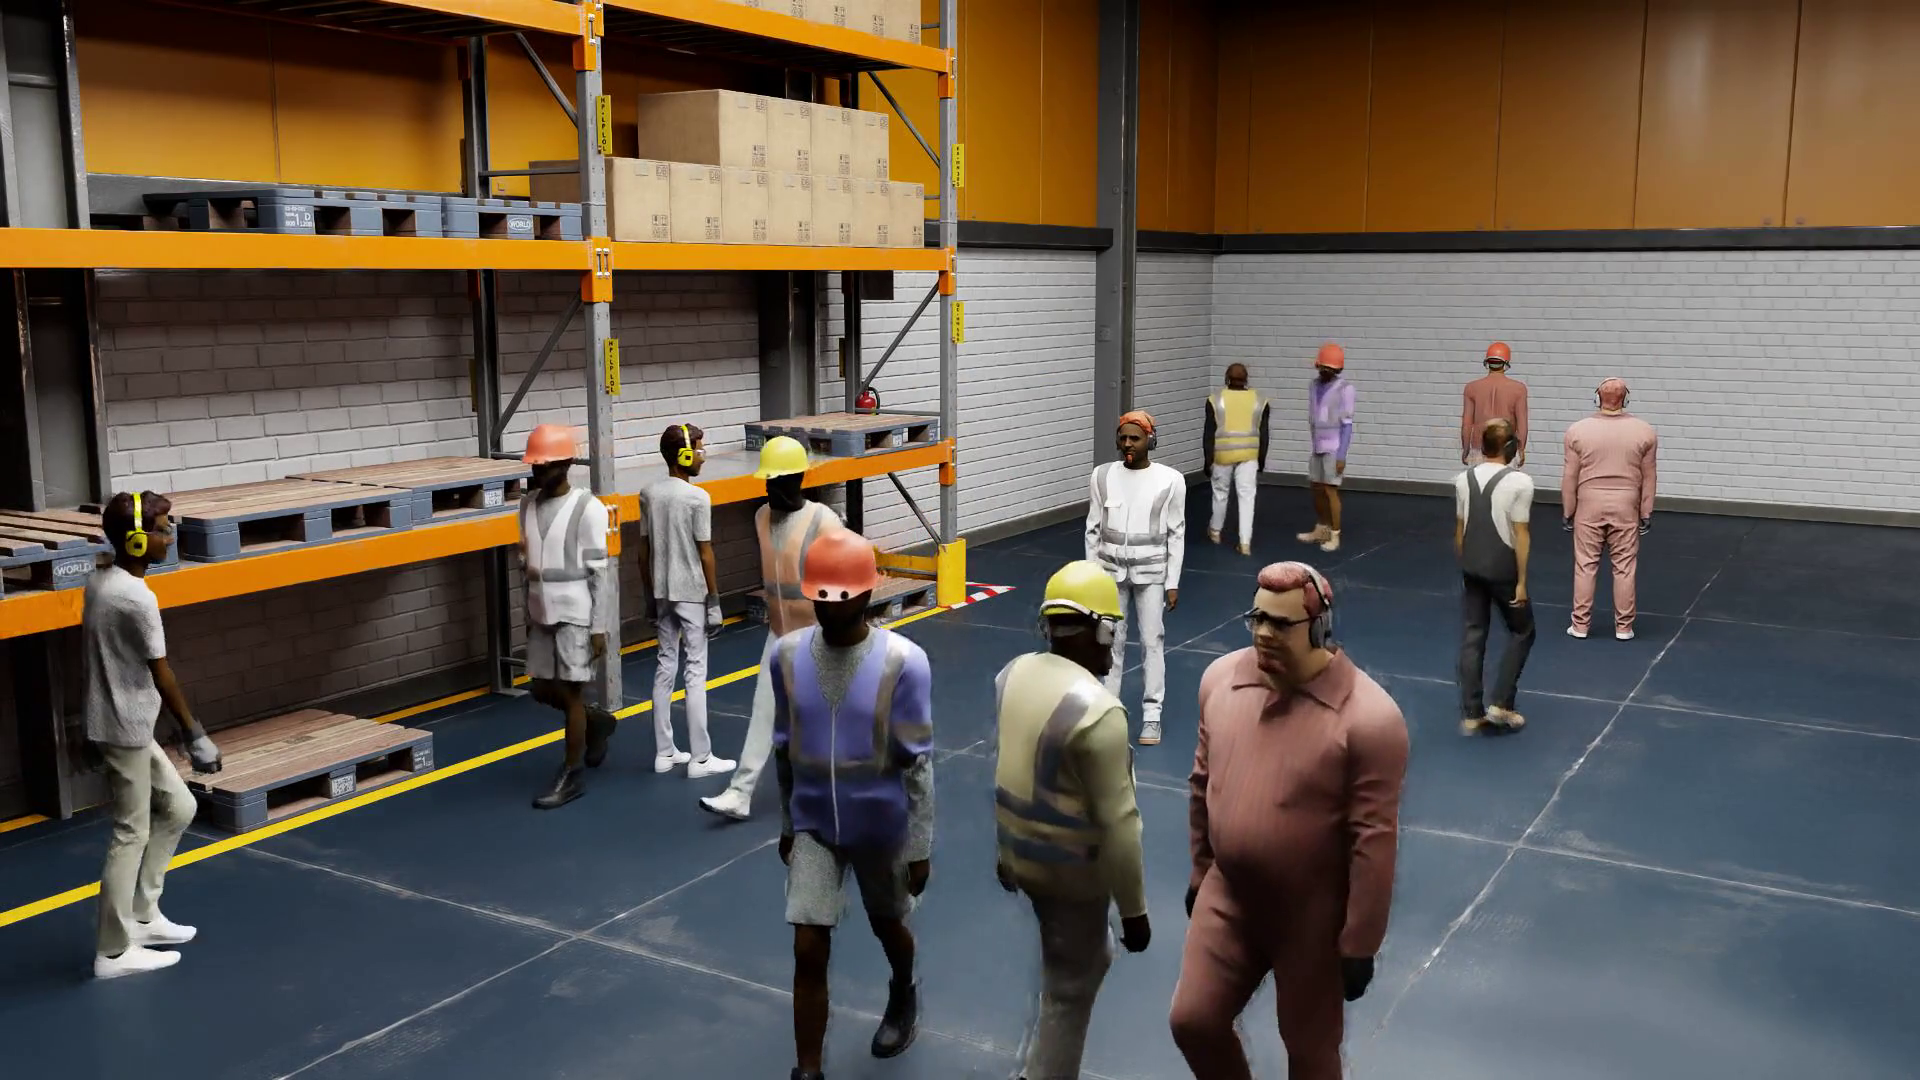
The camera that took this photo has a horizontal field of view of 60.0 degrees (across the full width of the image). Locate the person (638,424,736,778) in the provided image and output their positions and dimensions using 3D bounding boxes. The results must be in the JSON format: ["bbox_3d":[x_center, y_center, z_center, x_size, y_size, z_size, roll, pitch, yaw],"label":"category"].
[{"bbox_3d":[-1.465,0.320,8.779,0.520,1.864,0.333,6,11,34],"label":"person"}]

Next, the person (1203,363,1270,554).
[{"bbox_3d":[2.640,-0.798,15.983,0.654,1.786,0.974,0,9,0],"label":"person"}]

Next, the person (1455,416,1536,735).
[{"bbox_3d":[3.093,0.207,9.553,0.537,1.831,0.520,-7,11,-37],"label":"person"}]

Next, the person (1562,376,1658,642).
[{"bbox_3d":[4.663,-0.219,11.991,0.643,1.913,0.411,3,9,15],"label":"person"}]

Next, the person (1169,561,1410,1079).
[{"bbox_3d":[0.856,0.989,4.518,0.678,1.888,0.505,9,12,43],"label":"person"}]

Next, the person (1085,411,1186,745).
[{"bbox_3d":[0.975,0.213,9.387,0.575,1.882,0.355,4,10,21],"label":"person"}]

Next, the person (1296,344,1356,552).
[{"bbox_3d":[3.490,-0.874,15.833,0.529,1.993,0.707,-5,10,-26],"label":"person"}]

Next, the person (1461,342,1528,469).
[{"bbox_3d":[5.117,-0.893,15.936,0.610,1.996,0.379,4,10,23],"label":"person"}]

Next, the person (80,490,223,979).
[{"bbox_3d":[-3.071,0.734,6.257,0.549,1.844,0.517,-7,11,-35],"label":"person"}]

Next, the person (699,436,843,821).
[{"bbox_3d":[-0.808,0.435,8.044,0.597,1.866,0.999,7,11,37],"label":"person"}]

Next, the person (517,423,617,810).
[{"bbox_3d":[-1.953,0.355,8.381,0.545,1.924,0.631,5,10,27],"label":"person"}]

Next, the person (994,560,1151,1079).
[{"bbox_3d":[0.335,0.965,4.934,0.432,1.801,0.638,-4,10,-23],"label":"person"}]

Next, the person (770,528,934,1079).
[{"bbox_3d":[-0.329,0.871,5.307,0.549,1.886,0.993,2,9,14],"label":"person"}]
